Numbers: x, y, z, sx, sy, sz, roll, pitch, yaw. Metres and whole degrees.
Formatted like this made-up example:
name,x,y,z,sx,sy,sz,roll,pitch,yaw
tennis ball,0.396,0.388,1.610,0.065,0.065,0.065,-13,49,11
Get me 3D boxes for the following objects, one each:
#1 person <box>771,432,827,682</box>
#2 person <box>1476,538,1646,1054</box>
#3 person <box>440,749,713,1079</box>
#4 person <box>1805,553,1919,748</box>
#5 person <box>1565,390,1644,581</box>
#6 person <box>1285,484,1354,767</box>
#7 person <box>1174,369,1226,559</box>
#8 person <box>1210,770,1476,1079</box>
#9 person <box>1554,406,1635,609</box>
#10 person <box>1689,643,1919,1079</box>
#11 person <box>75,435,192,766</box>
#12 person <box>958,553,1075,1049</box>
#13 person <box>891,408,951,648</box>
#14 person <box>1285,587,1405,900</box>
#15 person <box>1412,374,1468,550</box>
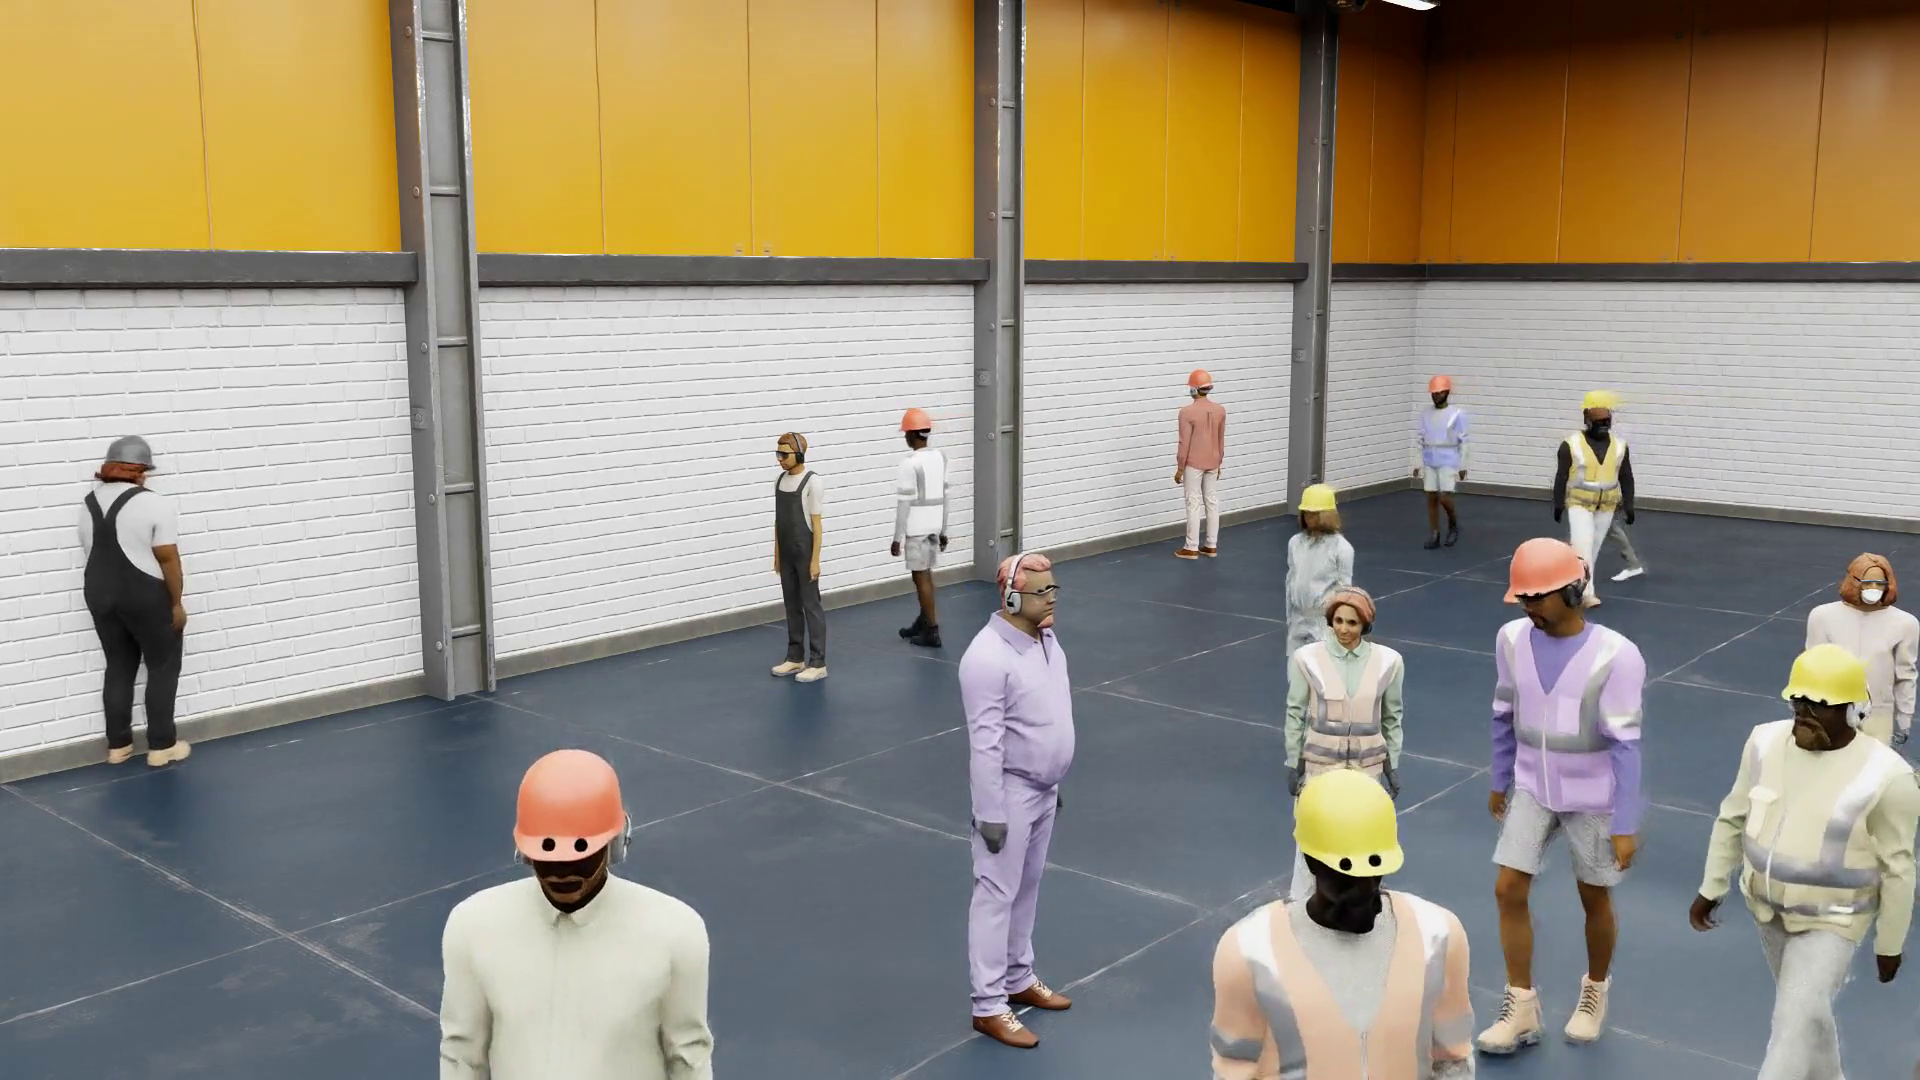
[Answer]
name,x,y,z,sx,sy,sz,roll,pitch,yaw
person,-1.195,0.119,12.254,0.505,1.842,0.332,8,12,43
person,2.263,0.986,6.321,0.828,1.992,0.715,-8,12,-41
person,-0.862,1.390,3.890,0.609,1.963,0.847,1,9,4
person,4.440,0.865,8.242,0.506,1.628,0.277,4,10,25
person,6.199,-0.516,16.142,1.010,1.881,0.583,2,9,14
person,2.226,0.502,10.202,0.636,1.725,0.488,-7,12,-39
person,2.517,-0.795,17.485,0.611,1.997,0.375,-6,11,-32
person,0.869,1.420,3.904,0.602,1.902,0.833,-1,9,-7
person,5.699,-0.286,14.873,0.655,1.799,0.898,0,9,-2
person,2.741,1.217,5.502,0.917,1.780,0.603,-4,10,-25
person,-5.041,0.352,10.150,0.706,2.000,0.536,2,9,10
person,0.252,0.993,6.542,0.400,1.909,0.643,5,10,27
person,-0.327,-0.100,13.378,0.485,1.933,0.560,7,11,37
person,1.677,1.009,7.287,0.514,1.637,0.315,0,9,2
person,5.187,-0.835,17.983,0.555,1.925,0.455,8,12,43
